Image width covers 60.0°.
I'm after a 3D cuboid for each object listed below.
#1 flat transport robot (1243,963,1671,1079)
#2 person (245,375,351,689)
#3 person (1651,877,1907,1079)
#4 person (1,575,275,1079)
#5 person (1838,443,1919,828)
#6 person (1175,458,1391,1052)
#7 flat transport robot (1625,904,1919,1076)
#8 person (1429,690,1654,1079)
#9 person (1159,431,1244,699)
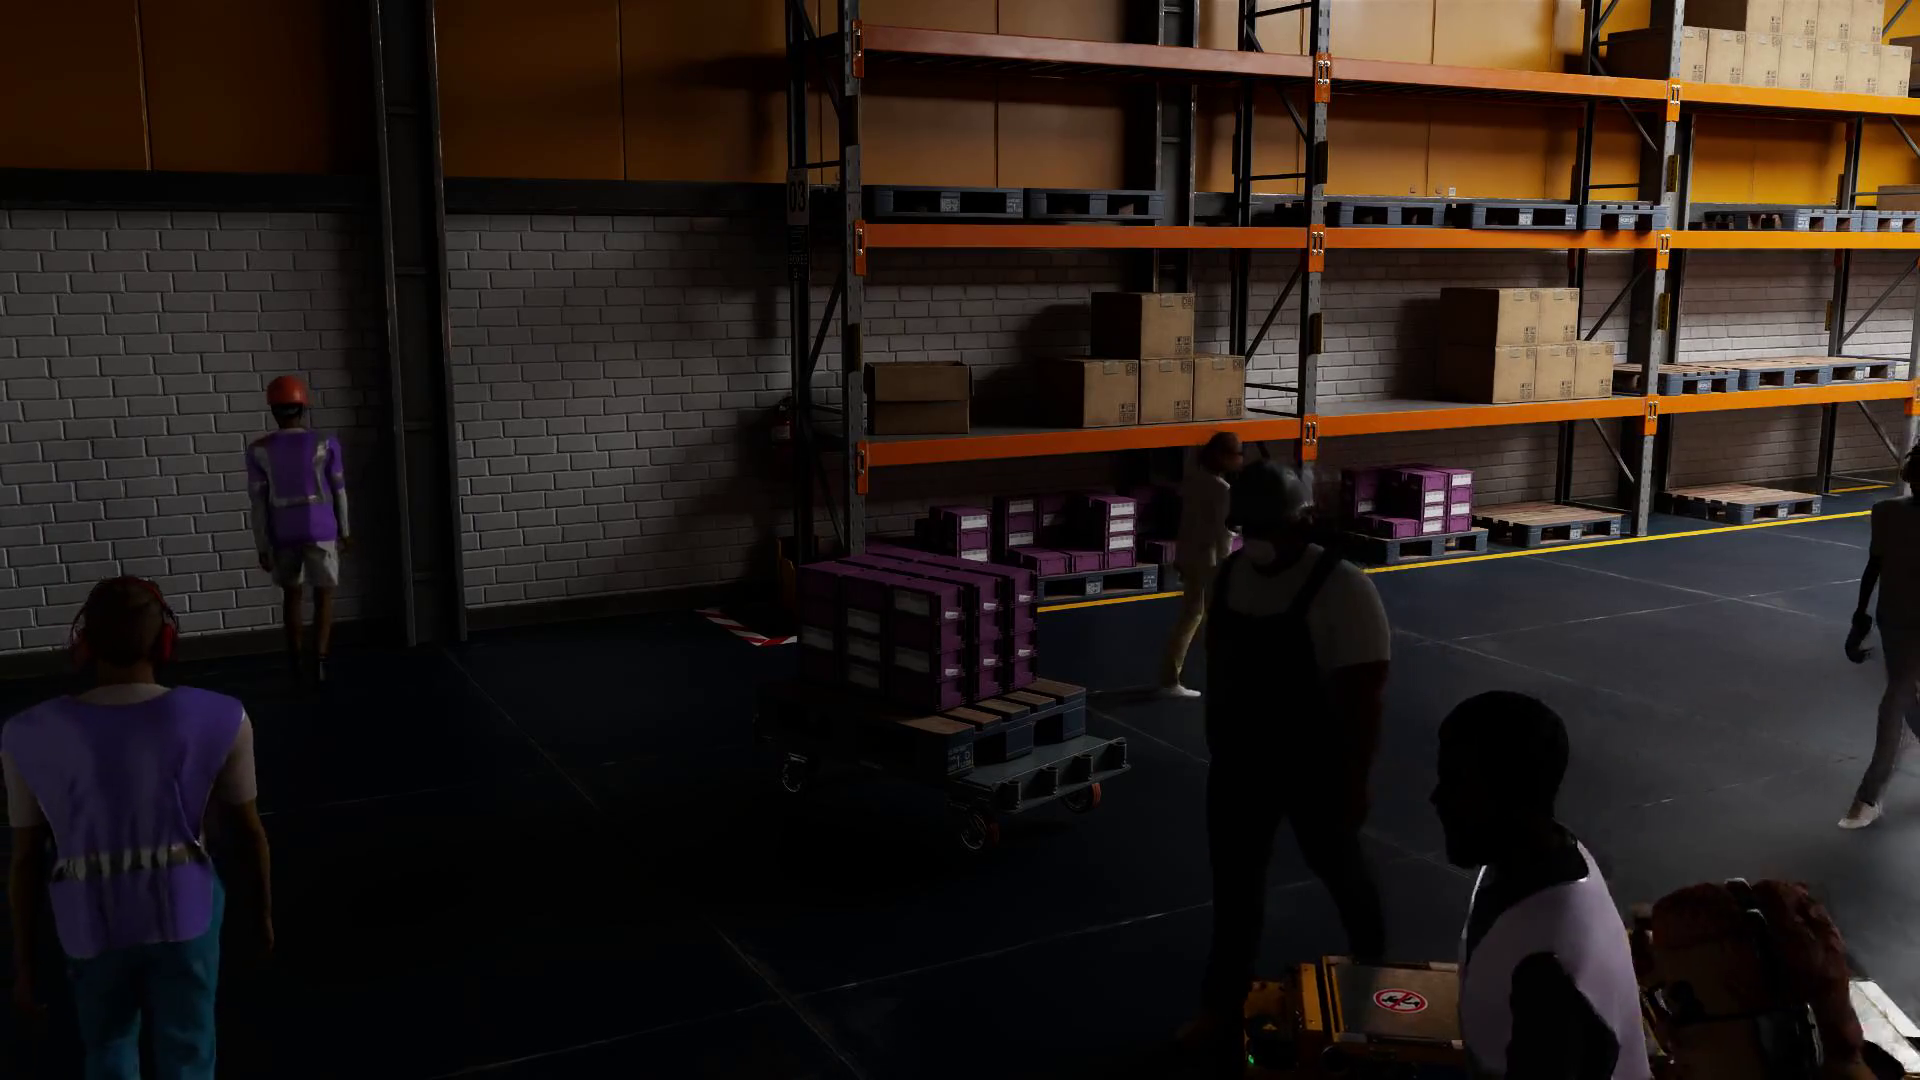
[{"bbox_3d":[1.642,1.591,5.372,1.431,0.197,0.652,2,10,9],"label":"flat transport robot"},{"bbox_3d":[-4.012,-0.049,10.112,0.553,1.910,0.834,-2,10,-14],"label":"person"},{"bbox_3d":[1.064,1.355,2.122,0.438,1.876,0.669,3,10,16],"label":"person"},{"bbox_3d":[-2.117,0.991,4.340,0.608,1.820,0.637,-4,11,-24],"label":"person"},{"bbox_3d":[4.499,0.415,7.780,0.959,1.828,0.514,-5,11,-27],"label":"person"},{"bbox_3d":[1.155,0.658,5.657,0.731,2.000,0.926,9,13,42],"label":"person"},{"bbox_3d":[2.707,1.571,5.491,0.652,0.197,1.431,1,10,8],"label":"flat transport robot"},{"bbox_3d":[0.966,1.188,3.081,0.994,1.865,0.612,2,10,10],"label":"person"},{"bbox_3d":[1.494,0.152,9.860,0.695,1.590,0.519,-2,10,-14],"label":"person"}]
